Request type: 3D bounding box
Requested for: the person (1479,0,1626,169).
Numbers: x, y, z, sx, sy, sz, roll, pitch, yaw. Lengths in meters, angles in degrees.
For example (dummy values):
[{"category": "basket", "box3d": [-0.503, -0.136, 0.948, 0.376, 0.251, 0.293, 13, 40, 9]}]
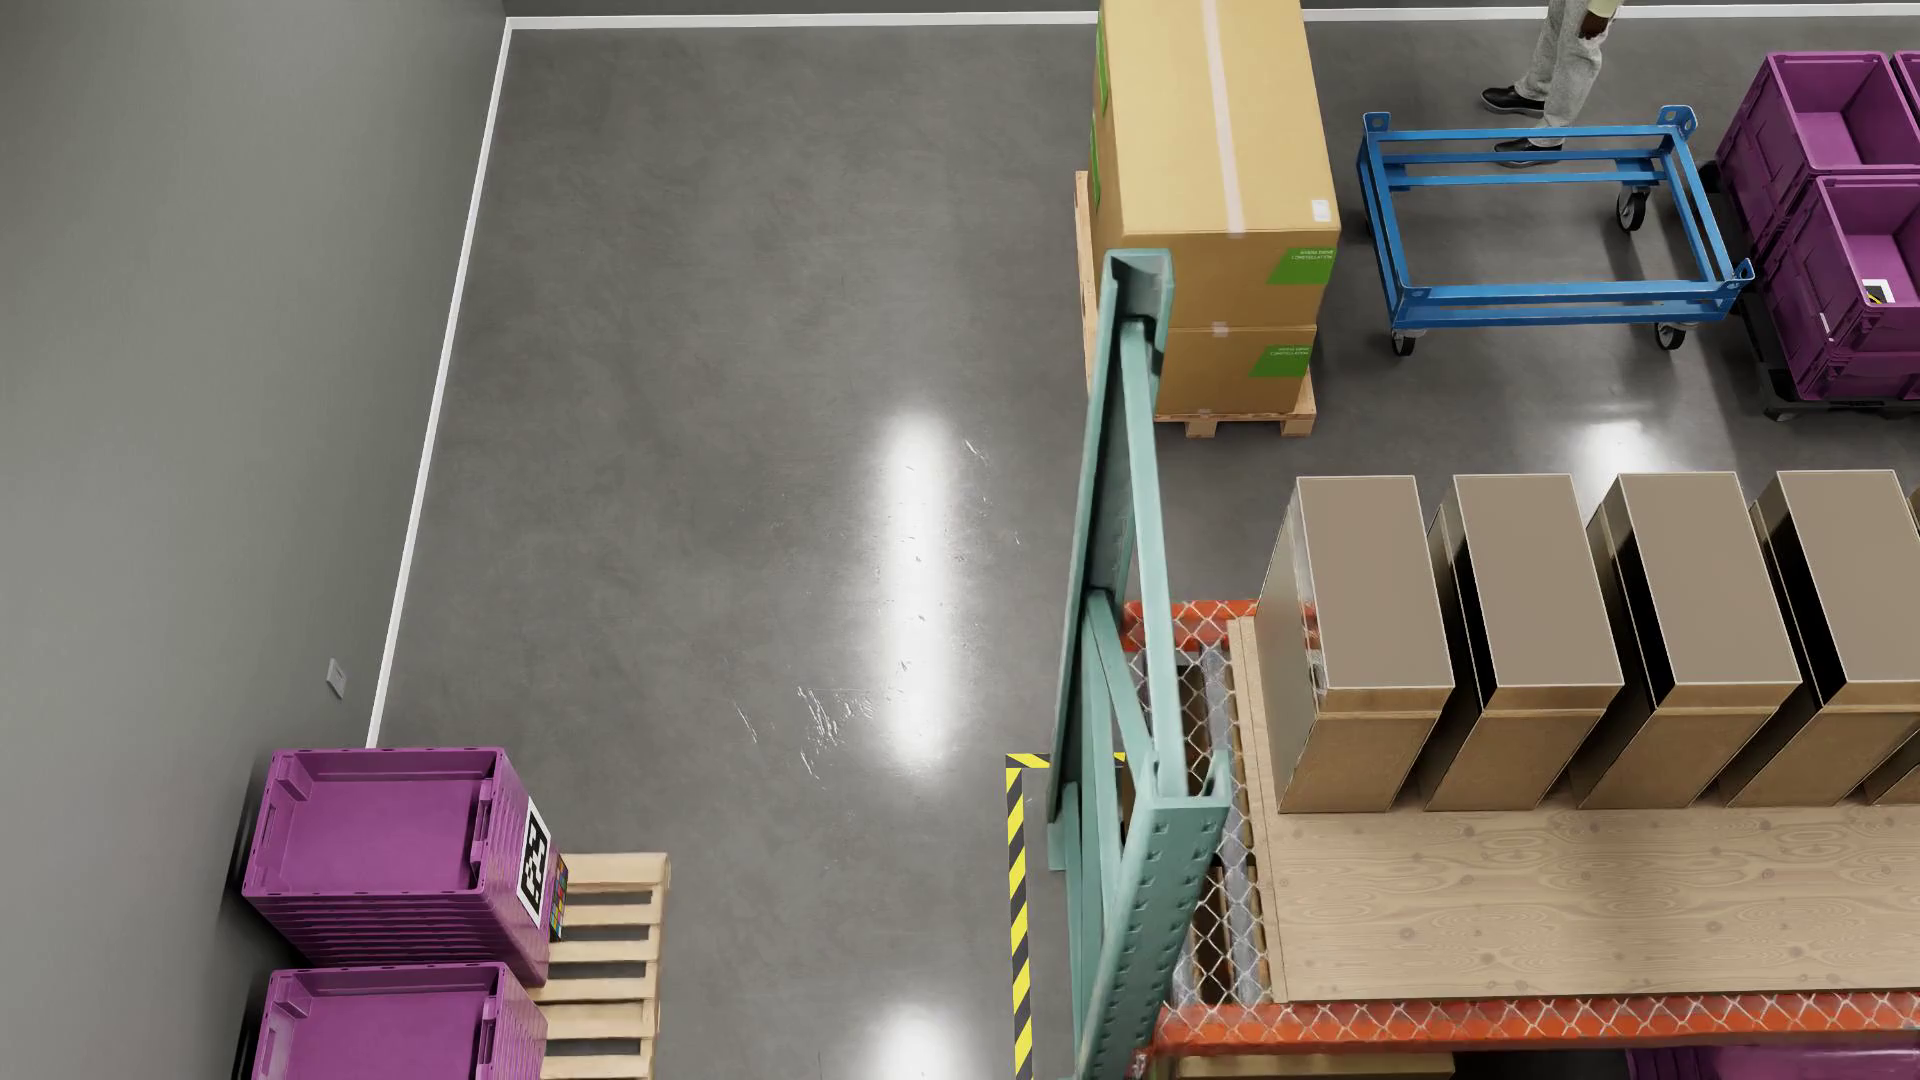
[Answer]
[{"category": "person", "box3d": [2.313, -2.143, 6.076, 0.404, 1.834, 0.591, 4, 58, 2]}]
